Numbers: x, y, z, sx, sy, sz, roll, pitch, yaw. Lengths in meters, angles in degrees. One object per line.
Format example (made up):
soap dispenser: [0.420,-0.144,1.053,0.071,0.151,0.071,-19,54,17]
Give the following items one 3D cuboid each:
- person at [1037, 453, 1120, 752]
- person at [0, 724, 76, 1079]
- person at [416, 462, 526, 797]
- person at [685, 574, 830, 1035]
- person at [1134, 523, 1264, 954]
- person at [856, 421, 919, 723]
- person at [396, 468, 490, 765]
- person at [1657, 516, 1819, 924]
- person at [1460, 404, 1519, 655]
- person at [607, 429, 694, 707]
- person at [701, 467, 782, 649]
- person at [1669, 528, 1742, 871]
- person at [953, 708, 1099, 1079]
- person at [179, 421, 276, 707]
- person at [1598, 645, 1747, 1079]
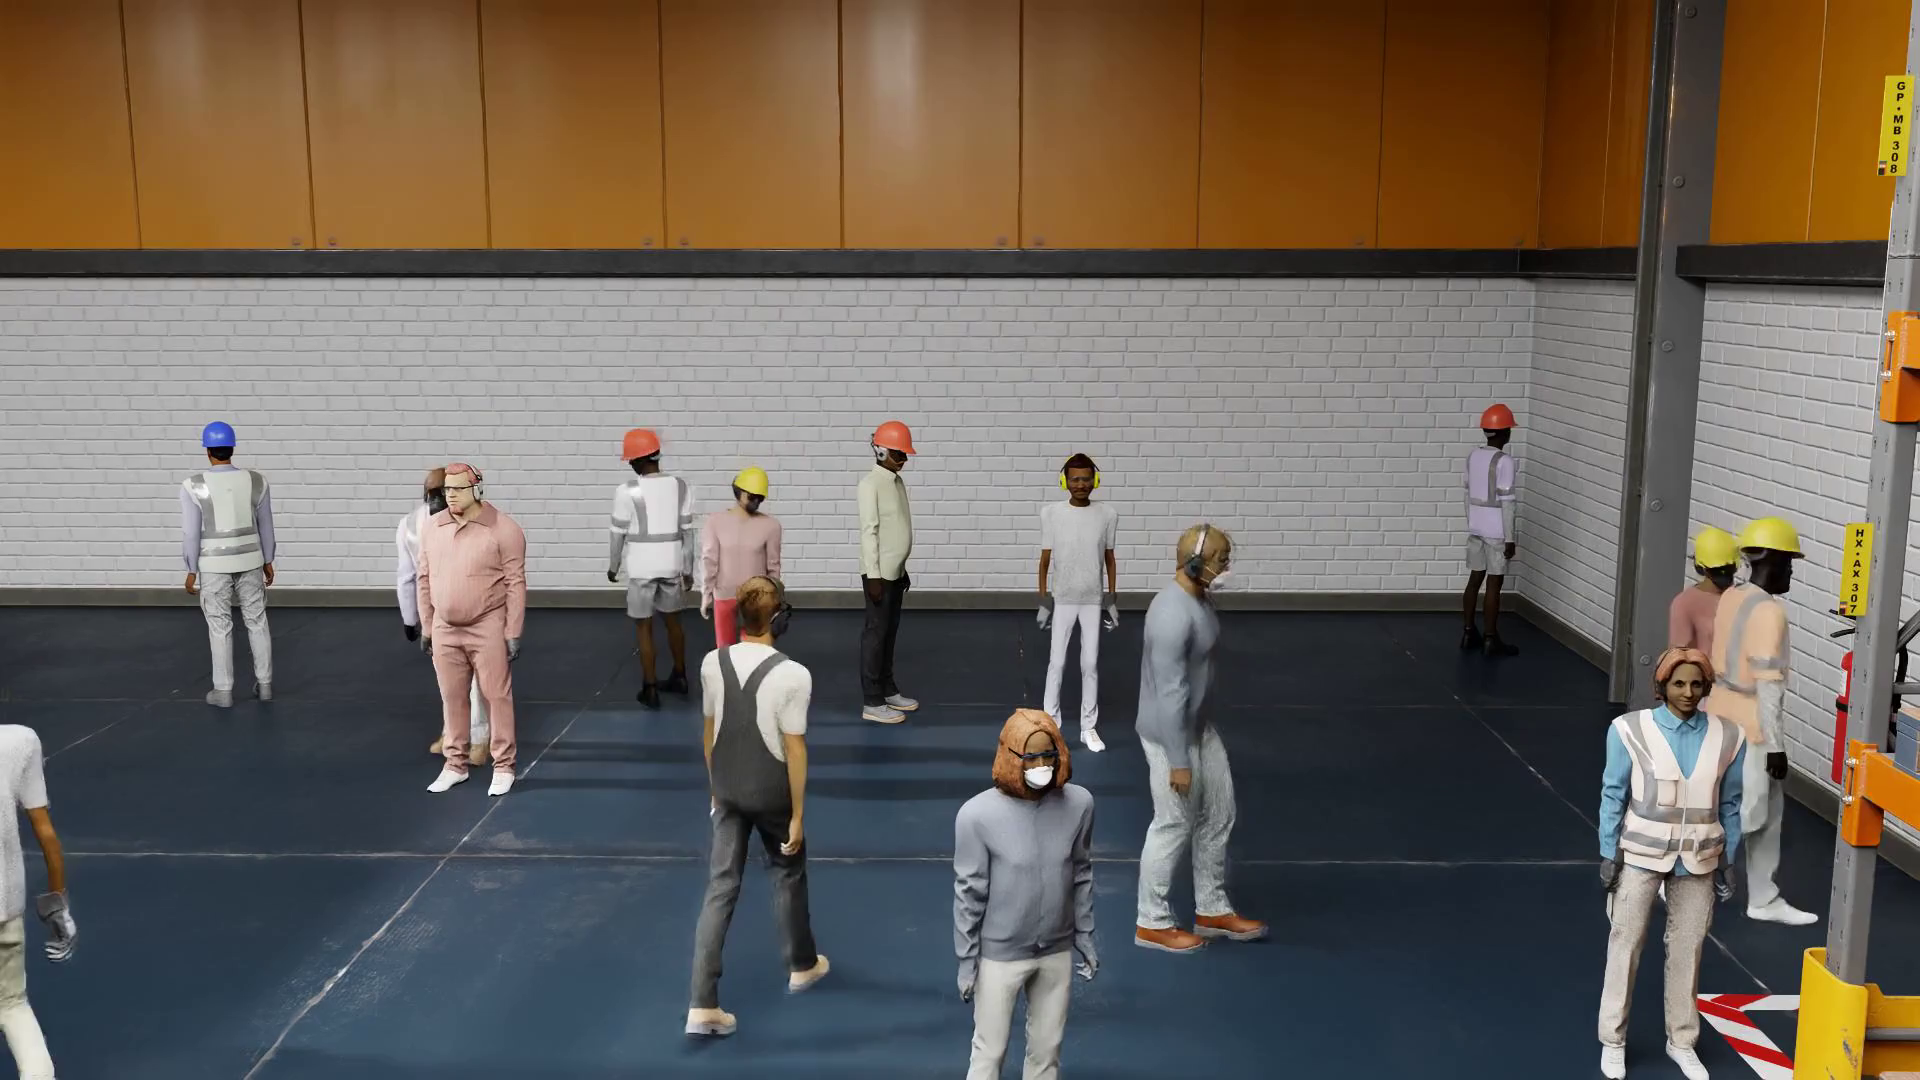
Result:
person: [0.733,0.391,10.258,0.514,1.866,0.327,-1,10,-6]
person: [-3.169,1.221,5.331,0.548,1.849,0.435,-9,13,-43]
person: [-2.788,0.505,9.449,0.648,1.907,0.409,2,10,11]
person: [-0.842,1.044,6.611,0.527,1.811,0.949,3,10,20]
person: [1.000,0.865,7.241,0.459,1.926,0.659,3,10,19]
person: [-0.476,0.201,11.033,0.392,1.986,0.610,3,10,16]
person: [-3.075,0.462,10.044,0.651,1.807,0.682,0,9,-3]
person: [3.582,0.831,7.595,0.704,1.881,0.620,3,10,15]
person: [4.113,-0.080,12.847,0.348,1.942,0.548,-3,10,-19]
person: [-2.115,0.187,11.400,0.608,1.907,0.485,-7,12,-37]
person: [-1.426,0.351,10.943,0.518,1.717,0.817,0,9,-2]
person: [3.733,0.792,8.297,0.540,1.732,0.373,-4,10,-24]
person: [0.213,1.328,5.332,0.507,1.632,0.268,-5,11,-26]
person: [-4.999,0.162,11.379,0.615,1.945,0.404,-9,13,-43]
person: [2.612,1.190,6.146,0.511,1.641,0.307,1,10,4]
